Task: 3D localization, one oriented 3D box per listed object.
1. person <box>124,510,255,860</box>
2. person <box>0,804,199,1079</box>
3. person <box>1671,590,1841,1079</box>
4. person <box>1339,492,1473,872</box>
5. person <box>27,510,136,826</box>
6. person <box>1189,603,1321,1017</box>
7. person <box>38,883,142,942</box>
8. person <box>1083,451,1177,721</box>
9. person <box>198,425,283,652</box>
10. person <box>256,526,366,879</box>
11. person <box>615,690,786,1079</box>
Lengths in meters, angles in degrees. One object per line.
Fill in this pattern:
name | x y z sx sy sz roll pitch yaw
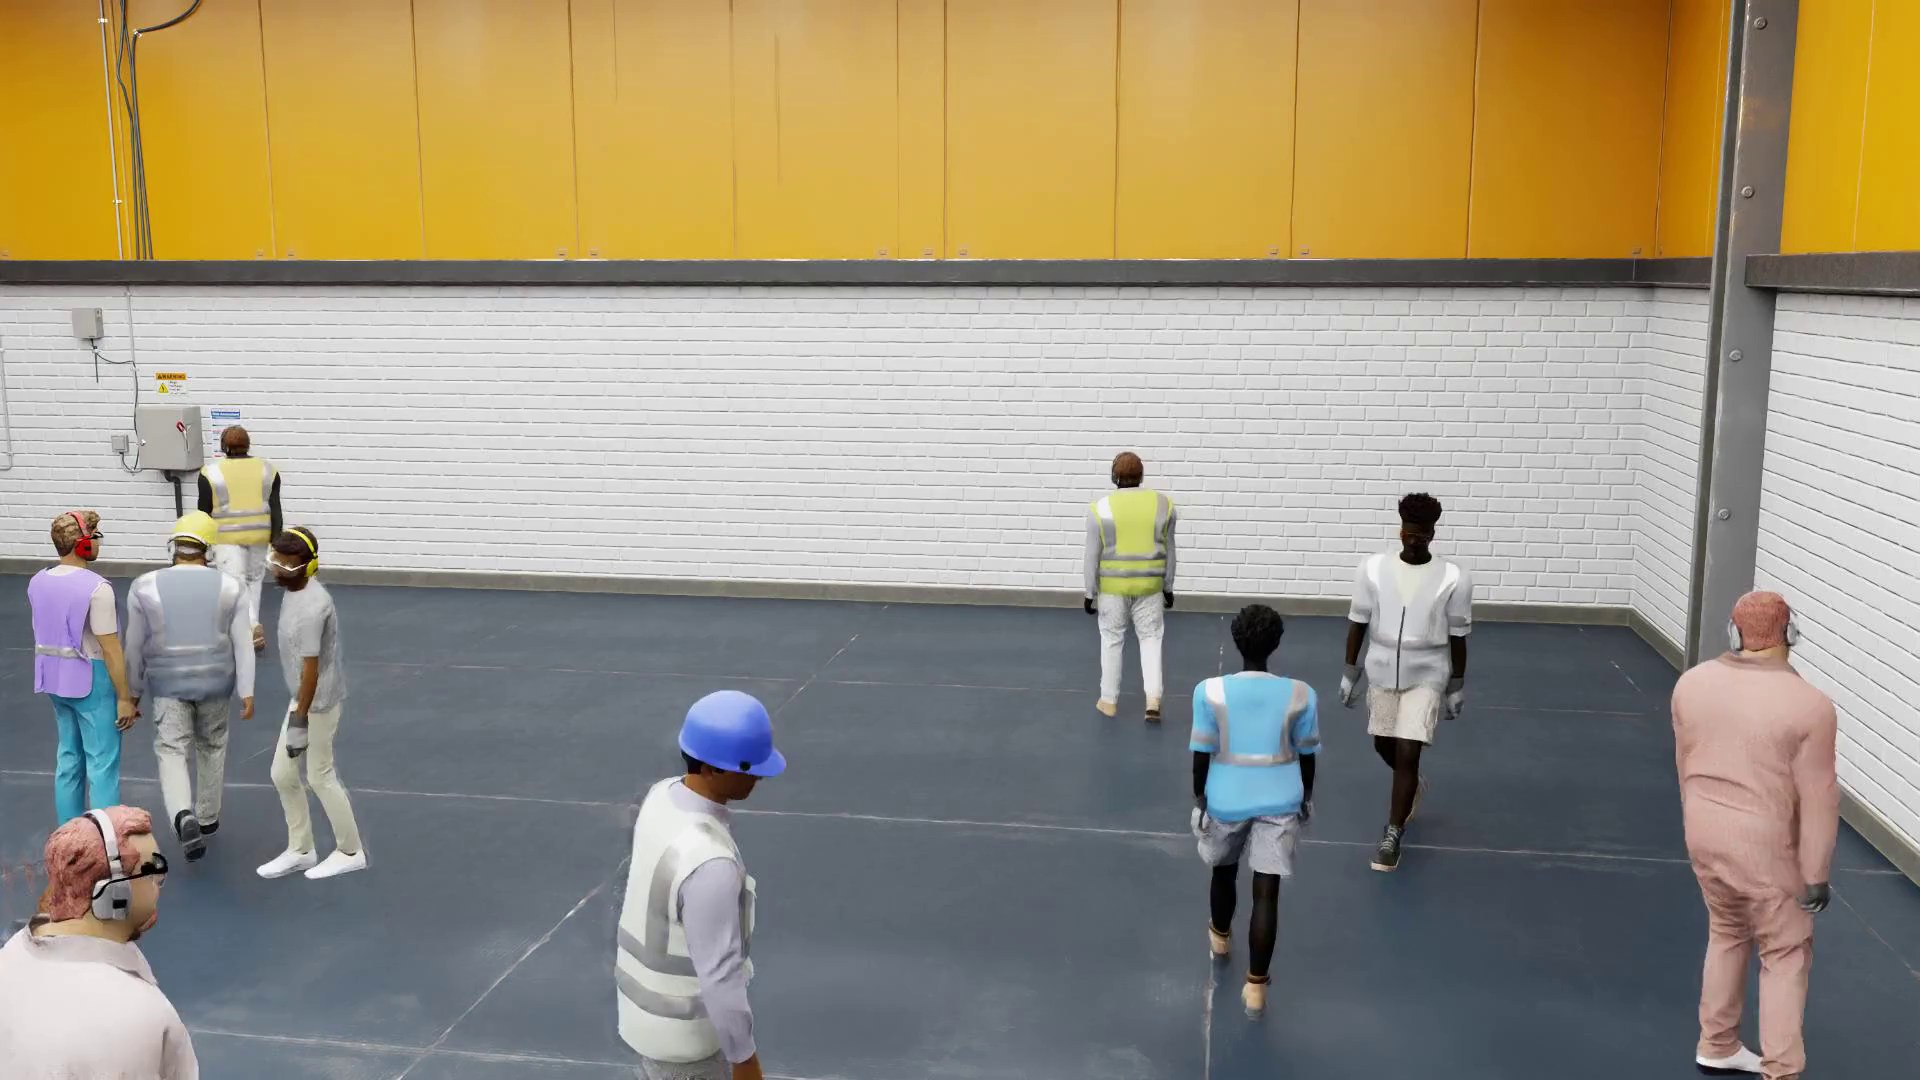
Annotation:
person | -3.979 0.752 8.613 0.616 1.797 0.791 -4 10 -24
person | -1.828 1.497 3.789 0.671 1.861 0.942 7 12 38
person | 2.914 1.122 6.120 0.410 1.874 0.662 -5 10 -27
person | 2.339 0.681 8.671 0.649 1.925 0.910 5 11 30
person | -4.393 0.771 8.339 0.567 1.847 0.389 4 10 24
person | 1.230 1.077 7.011 0.547 1.650 0.856 1 9 6
person | -2.179 1.541 4.384 0.513 1.580 0.880 9 13 43
person | 1.144 0.315 11.220 0.642 1.845 0.506 -1 9 -5
person | -5.702 -0.005 13.239 0.627 1.814 0.825 -7 12 -38
person | -3.205 0.815 8.140 0.574 1.816 0.603 -7 12 -38
person | -0.692 1.329 4.735 0.678 1.898 0.683 -4 10 -21
